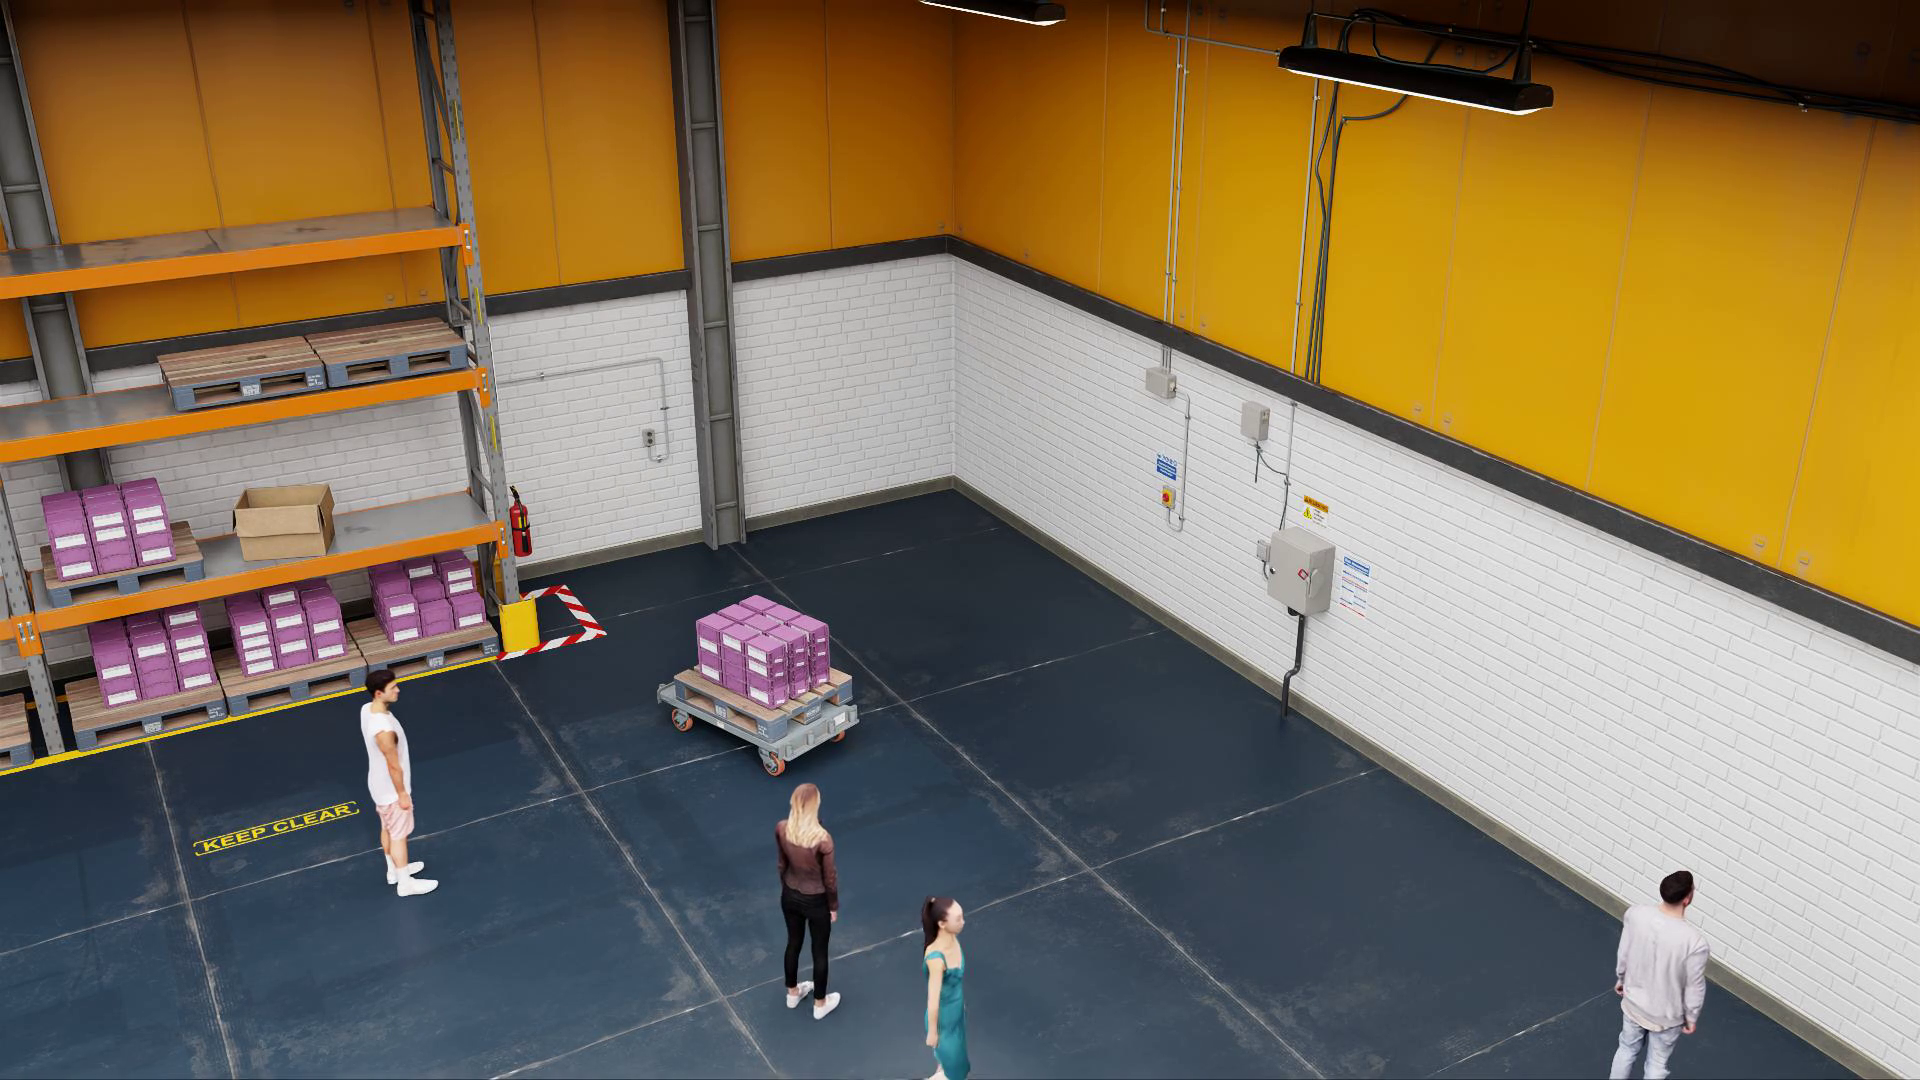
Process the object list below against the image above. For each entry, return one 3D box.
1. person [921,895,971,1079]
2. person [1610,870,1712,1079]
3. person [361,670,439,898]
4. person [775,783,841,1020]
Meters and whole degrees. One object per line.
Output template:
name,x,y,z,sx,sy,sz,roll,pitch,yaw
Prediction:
person,-0.163,2.828,9.831,0.783,1.675,0.724,7,25,16
person,4.128,2.723,9.863,0.614,1.840,0.720,-18,29,-35
person,-4.167,1.766,12.124,0.570,1.784,0.637,-14,27,-29
person,-1.017,2.353,10.884,0.668,1.701,0.680,12,27,26
